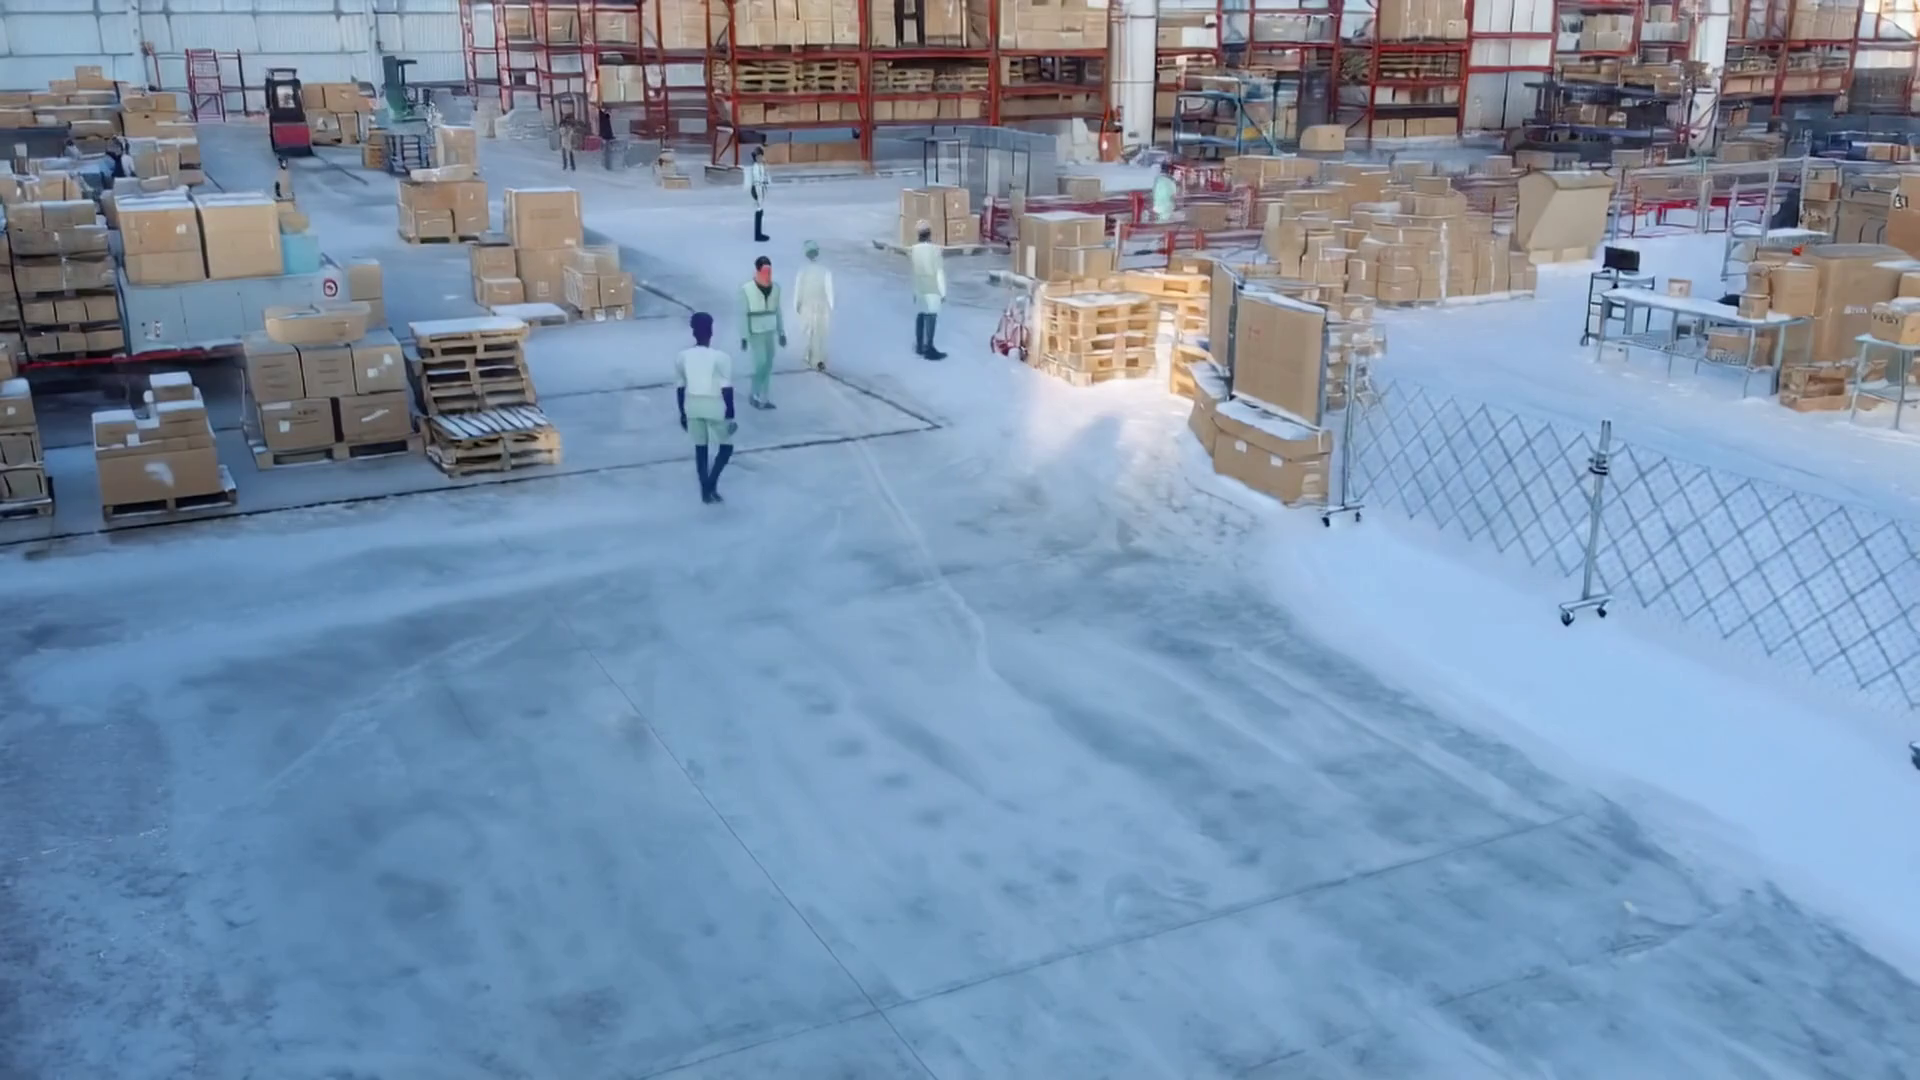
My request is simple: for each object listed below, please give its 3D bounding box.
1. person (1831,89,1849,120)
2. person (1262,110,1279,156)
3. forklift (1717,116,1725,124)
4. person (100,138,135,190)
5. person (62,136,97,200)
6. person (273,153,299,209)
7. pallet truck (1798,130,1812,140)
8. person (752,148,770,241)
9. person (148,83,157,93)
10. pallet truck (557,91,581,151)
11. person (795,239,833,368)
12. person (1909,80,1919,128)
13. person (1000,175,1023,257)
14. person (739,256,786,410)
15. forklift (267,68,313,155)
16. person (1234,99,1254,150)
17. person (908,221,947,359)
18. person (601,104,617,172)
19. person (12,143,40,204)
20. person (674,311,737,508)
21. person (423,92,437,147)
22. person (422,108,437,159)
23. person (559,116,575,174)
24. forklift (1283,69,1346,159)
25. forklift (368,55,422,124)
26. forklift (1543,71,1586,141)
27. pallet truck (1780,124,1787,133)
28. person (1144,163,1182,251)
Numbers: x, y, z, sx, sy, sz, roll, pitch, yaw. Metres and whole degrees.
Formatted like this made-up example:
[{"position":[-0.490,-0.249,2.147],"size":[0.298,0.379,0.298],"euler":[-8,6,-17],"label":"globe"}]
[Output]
[{"position":[34.055,-16.603,64.461],"size":[0.890,1.724,0.545],"euler":[-10,20,-29],"label":"person"},{"position":[9.669,-12.546,51.874],"size":[0.542,1.686,0.389],"euler":[-4,18,-11],"label":"person"},{"position":[25.644,-15.072,57.822],"size":[1.873,2.768,1.129],"euler":[-9,20,-26],"label":"forklift"},{"position":[-18.437,-7.773,36.422],"size":[0.682,2.000,0.537],"euler":[-16,24,-41],"label":"person"},{"position":[-22.611,-9.512,42.546],"size":[0.810,1.605,0.527],"euler":[-2,18,-8],"label":"person"},{"position":[-14.046,-7.171,34.853],"size":[0.653,1.846,0.550],"euler":[9,20,27],"label":"person"},{"position":[25.526,-11.556,49.408],"size":[1.630,1.274,0.653],"euler":[-9,20,-26],"label":"pallet truck"},{"position":[-4.190,-7.283,35.061],"size":[0.368,1.933,0.553],"euler":[-3,18,-9],"label":"person"},{"position":[-31.789,-16.990,65.424],"size":[1.027,1.889,0.538],"euler":[-3,18,-10],"label":"person"},{"position":[-13.495,-14.412,57.188],"size":[0.823,1.965,1.885],"euler":[-3,18,-9],"label":"pallet truck"},{"position":[-2.008,-3.269,22.878],"size":[0.528,1.740,0.784],"euler":[-3,18,-9],"label":"person"},{"position":[39.287,-17.949,68.336],"size":[0.636,1.940,1.052],"euler":[-9,20,-27],"label":"person"},{"position":[1.143,-6.382,32.767],"size":[0.652,1.615,0.501],"euler":[-9,20,-27],"label":"person"},{"position":[-2.397,-2.512,20.244],"size":[0.620,1.898,0.453],"euler":[-15,23,-40],"label":"person"},{"position":[-22.327,-14.239,55.224],"size":[1.129,2.768,1.873],"euler":[-9,20,-26],"label":"forklift"},{"position":[9.865,-14.410,57.335],"size":[0.874,1.915,0.552],"euler":[-9,20,-25],"label":"person"},{"position":[-0.436,-3.499,23.349],"size":[0.682,1.890,0.438],"euler":[12,22,34],"label":"person"},{"position":[-10.517,-12.003,49.681],"size":[0.381,1.994,0.622],"euler":[-7,19,-22],"label":"person"},{"position":[-20.753,-7.883,37.019],"size":[0.574,1.882,0.358],"euler":[1,18,3],"label":"person"},{"position":[-2.470,-1.249,16.214],"size":[0.642,1.954,0.442],"euler":[5,18,16],"label":"person"},{"position":[-18.612,-14.786,58.497],"size":[0.390,1.912,0.589],"euler":[-11,21,-31],"label":"person"},{"position":[-17.264,-13.208,54.026],"size":[0.494,1.624,0.537],"euler":[7,19,20],"label":"person"},{"position":[-11.586,-11.642,49.040],"size":[0.539,1.696,0.317],"euler":[8,19,23],"label":"person"},{"position":[11.615,-13.871,54.079],"size":[1.129,2.768,1.873],"euler":[-9,20,-27],"label":"forklift"},{"position":[-23.849,-18.946,69.900],"size":[1.873,2.768,1.129],"euler":[0,18,-1],"label":"forklift"},{"position":[18.685,-13.231,52.085],"size":[1.873,2.768,1.129],"euler":[-9,20,-26],"label":"forklift"},{"position":[25.206,-12.542,52.601],"size":[1.601,1.201,0.680],"euler":[0,18,-2],"label":"pallet truck"},{"position":[4.101,-6.657,33.377],"size":[0.960,1.787,0.593],"euler":[-6,19,-19],"label":"person"}]
